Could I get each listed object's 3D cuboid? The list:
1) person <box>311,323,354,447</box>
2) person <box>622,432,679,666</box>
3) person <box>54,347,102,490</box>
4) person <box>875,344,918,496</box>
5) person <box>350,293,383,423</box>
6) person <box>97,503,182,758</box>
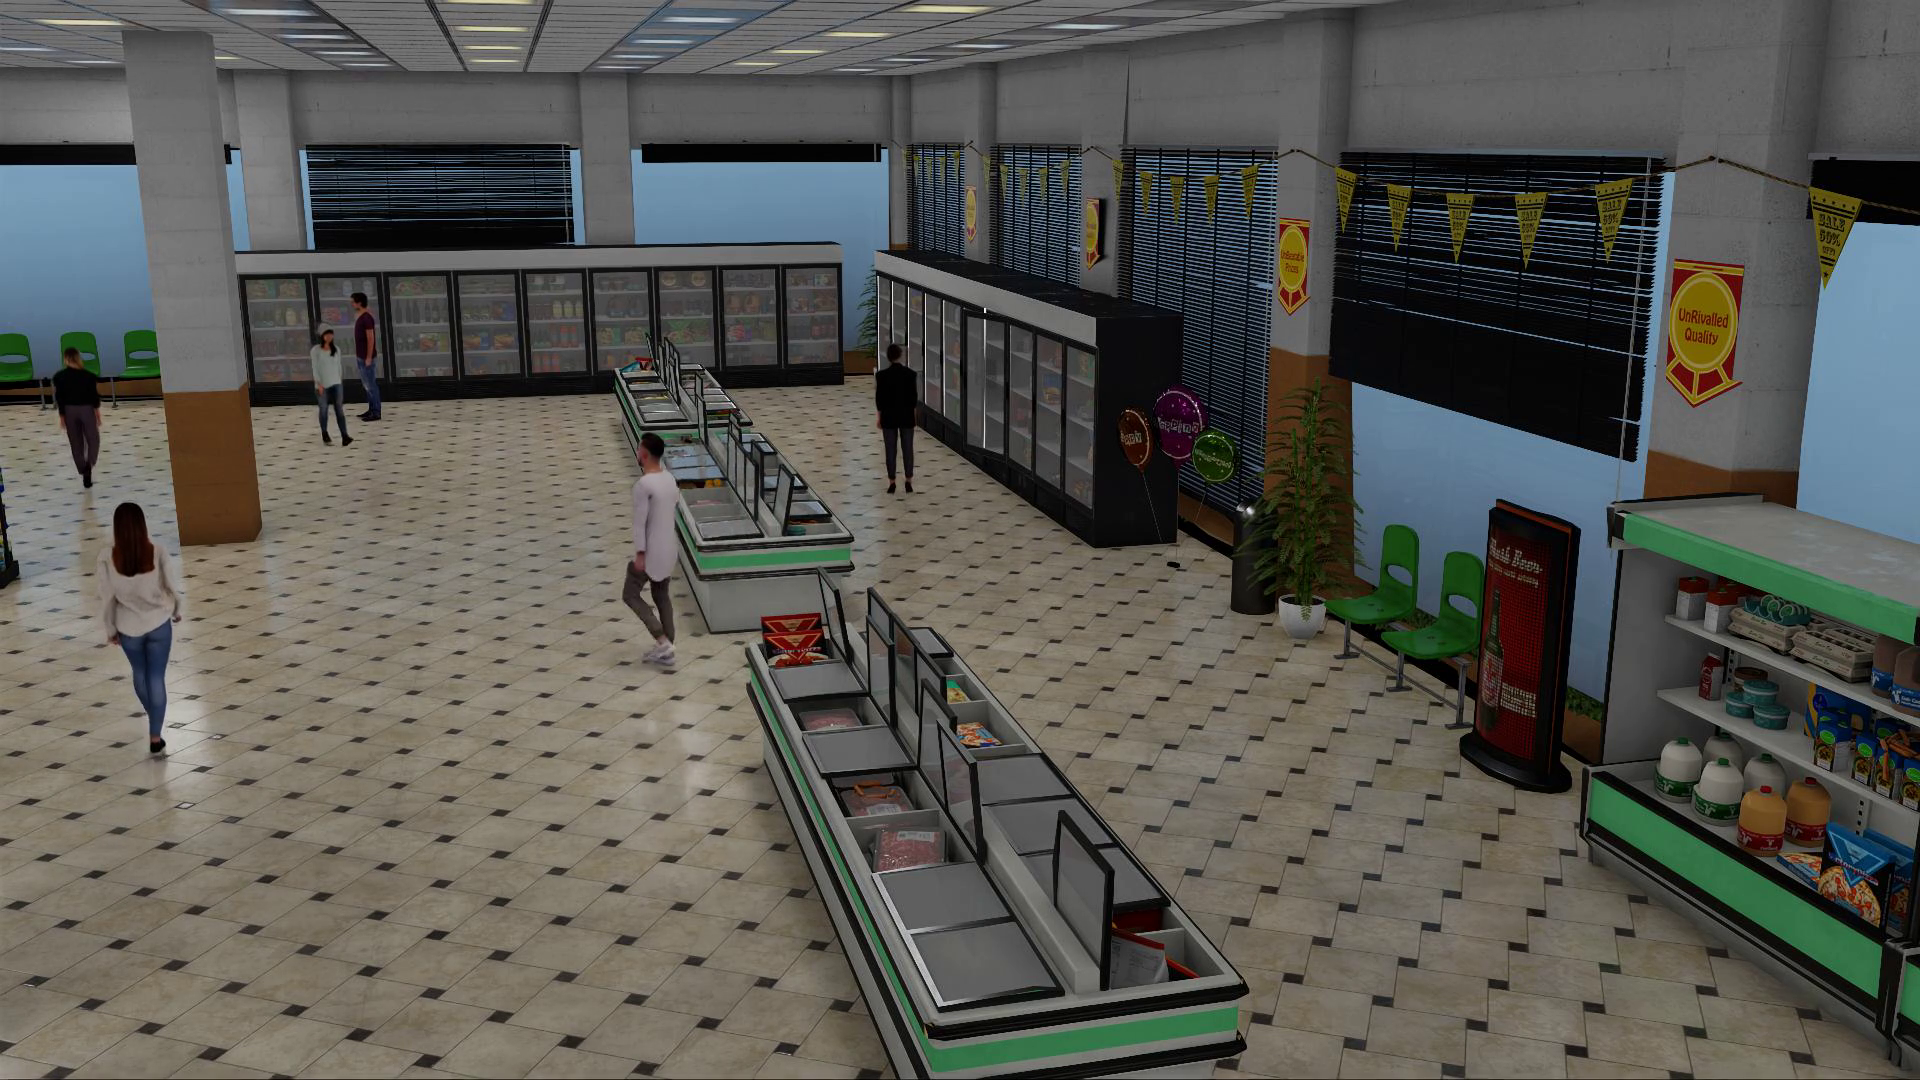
[{"bbox_3d":[-8.382,-2.025,21.958,0.889,1.594,1.184,-11,17,-38],"label":"person"},{"bbox_3d":[-2.279,0.093,12.728,0.872,1.828,0.799,6,15,24],"label":"person"},{"bbox_3d":[-10.126,-1.370,19.127,0.647,1.655,0.868,-5,15,-21],"label":"person"},{"bbox_3d":[-0.712,-1.380,19.038,0.676,1.716,0.632,-1,14,-4],"label":"person"},{"bbox_3d":[-8.566,-2.655,24.018,0.769,1.846,0.575,-7,15,-27],"label":"person"},{"bbox_3d":[-5.364,0.619,10.955,0.680,1.642,1.105,-5,15,-20],"label":"person"}]
